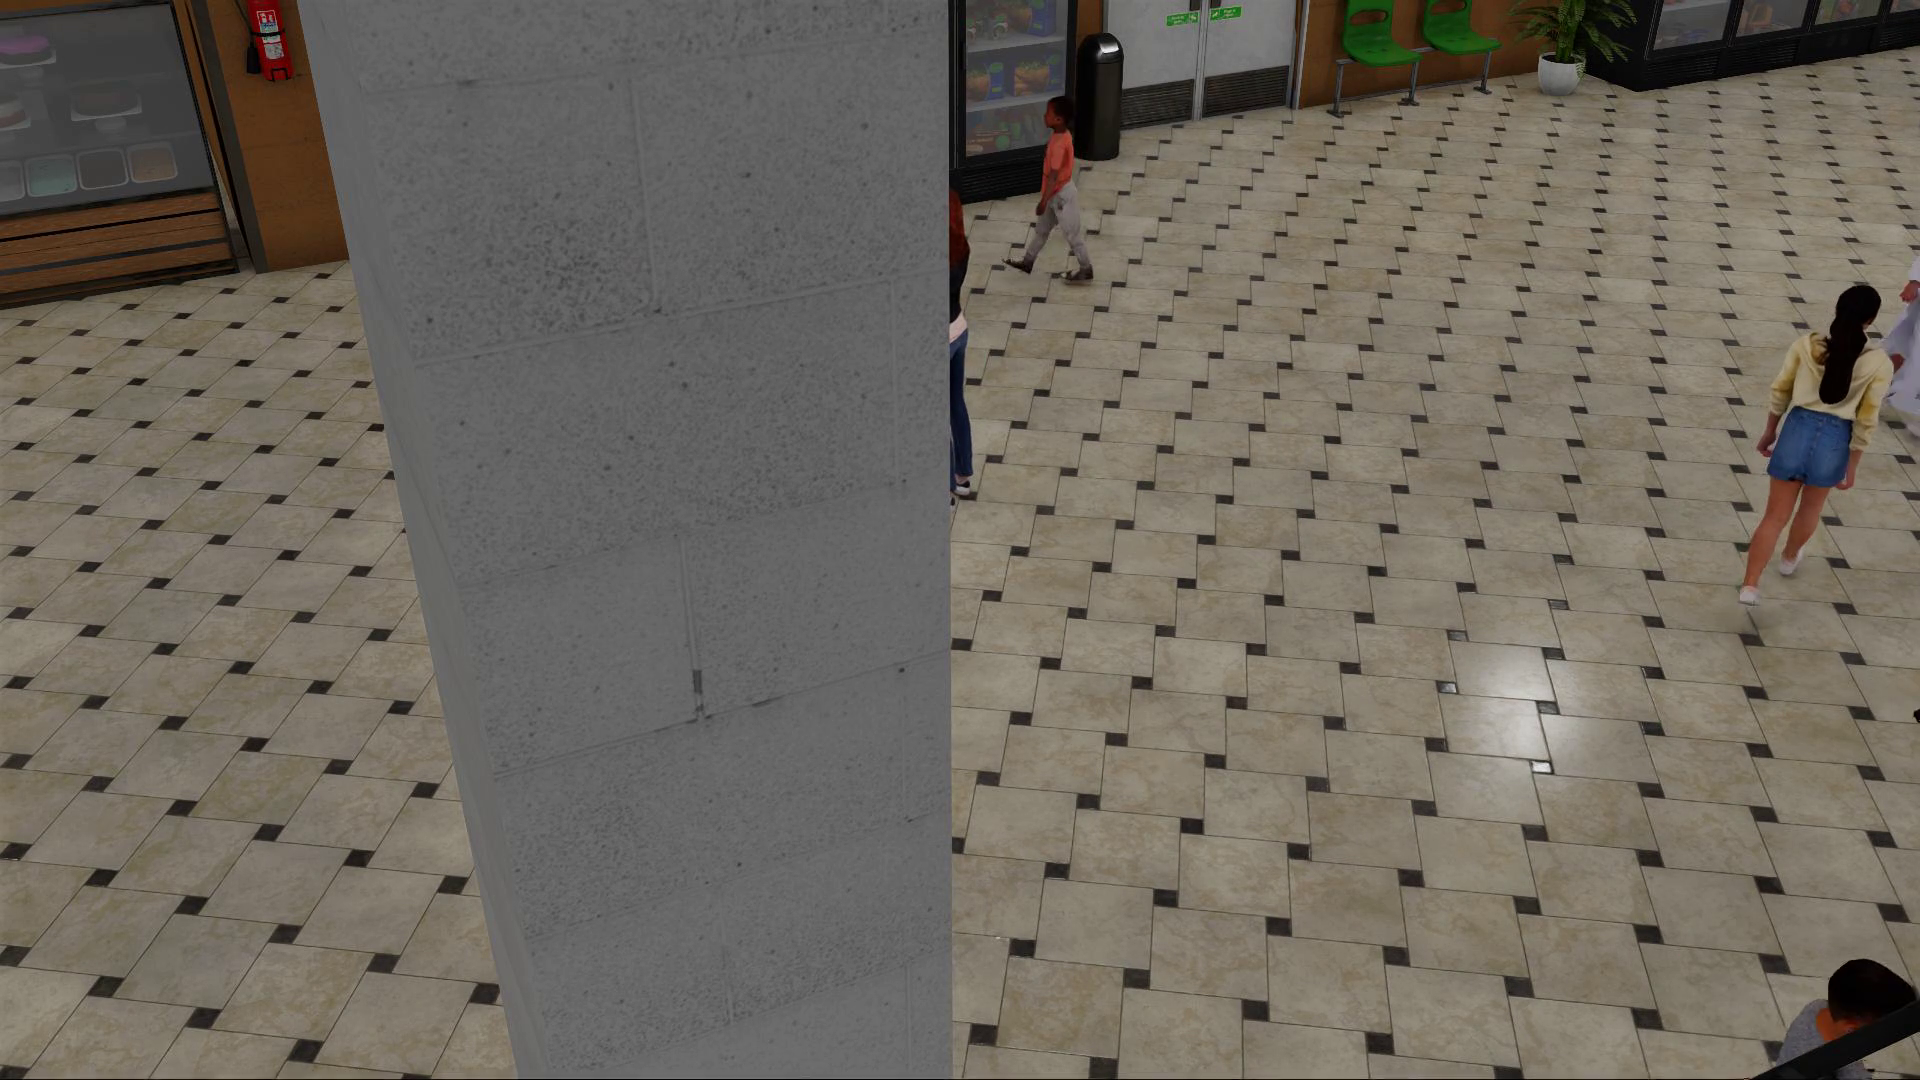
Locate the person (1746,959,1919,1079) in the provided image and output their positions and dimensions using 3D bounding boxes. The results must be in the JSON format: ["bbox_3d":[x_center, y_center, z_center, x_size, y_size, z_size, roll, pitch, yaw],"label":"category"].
[{"bbox_3d":[2.282,1.682,4.661,0.909,1.425,0.999,-1,32,-2],"label":"person"}]

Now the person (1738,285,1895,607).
[{"bbox_3d":[3.990,-0.395,7.835,1.133,1.599,1.046,20,37,29],"label":"person"}]

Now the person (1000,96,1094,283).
[{"bbox_3d":[0.741,-2.335,11.258,0.851,1.277,0.887,4,32,6],"label":"person"}]
